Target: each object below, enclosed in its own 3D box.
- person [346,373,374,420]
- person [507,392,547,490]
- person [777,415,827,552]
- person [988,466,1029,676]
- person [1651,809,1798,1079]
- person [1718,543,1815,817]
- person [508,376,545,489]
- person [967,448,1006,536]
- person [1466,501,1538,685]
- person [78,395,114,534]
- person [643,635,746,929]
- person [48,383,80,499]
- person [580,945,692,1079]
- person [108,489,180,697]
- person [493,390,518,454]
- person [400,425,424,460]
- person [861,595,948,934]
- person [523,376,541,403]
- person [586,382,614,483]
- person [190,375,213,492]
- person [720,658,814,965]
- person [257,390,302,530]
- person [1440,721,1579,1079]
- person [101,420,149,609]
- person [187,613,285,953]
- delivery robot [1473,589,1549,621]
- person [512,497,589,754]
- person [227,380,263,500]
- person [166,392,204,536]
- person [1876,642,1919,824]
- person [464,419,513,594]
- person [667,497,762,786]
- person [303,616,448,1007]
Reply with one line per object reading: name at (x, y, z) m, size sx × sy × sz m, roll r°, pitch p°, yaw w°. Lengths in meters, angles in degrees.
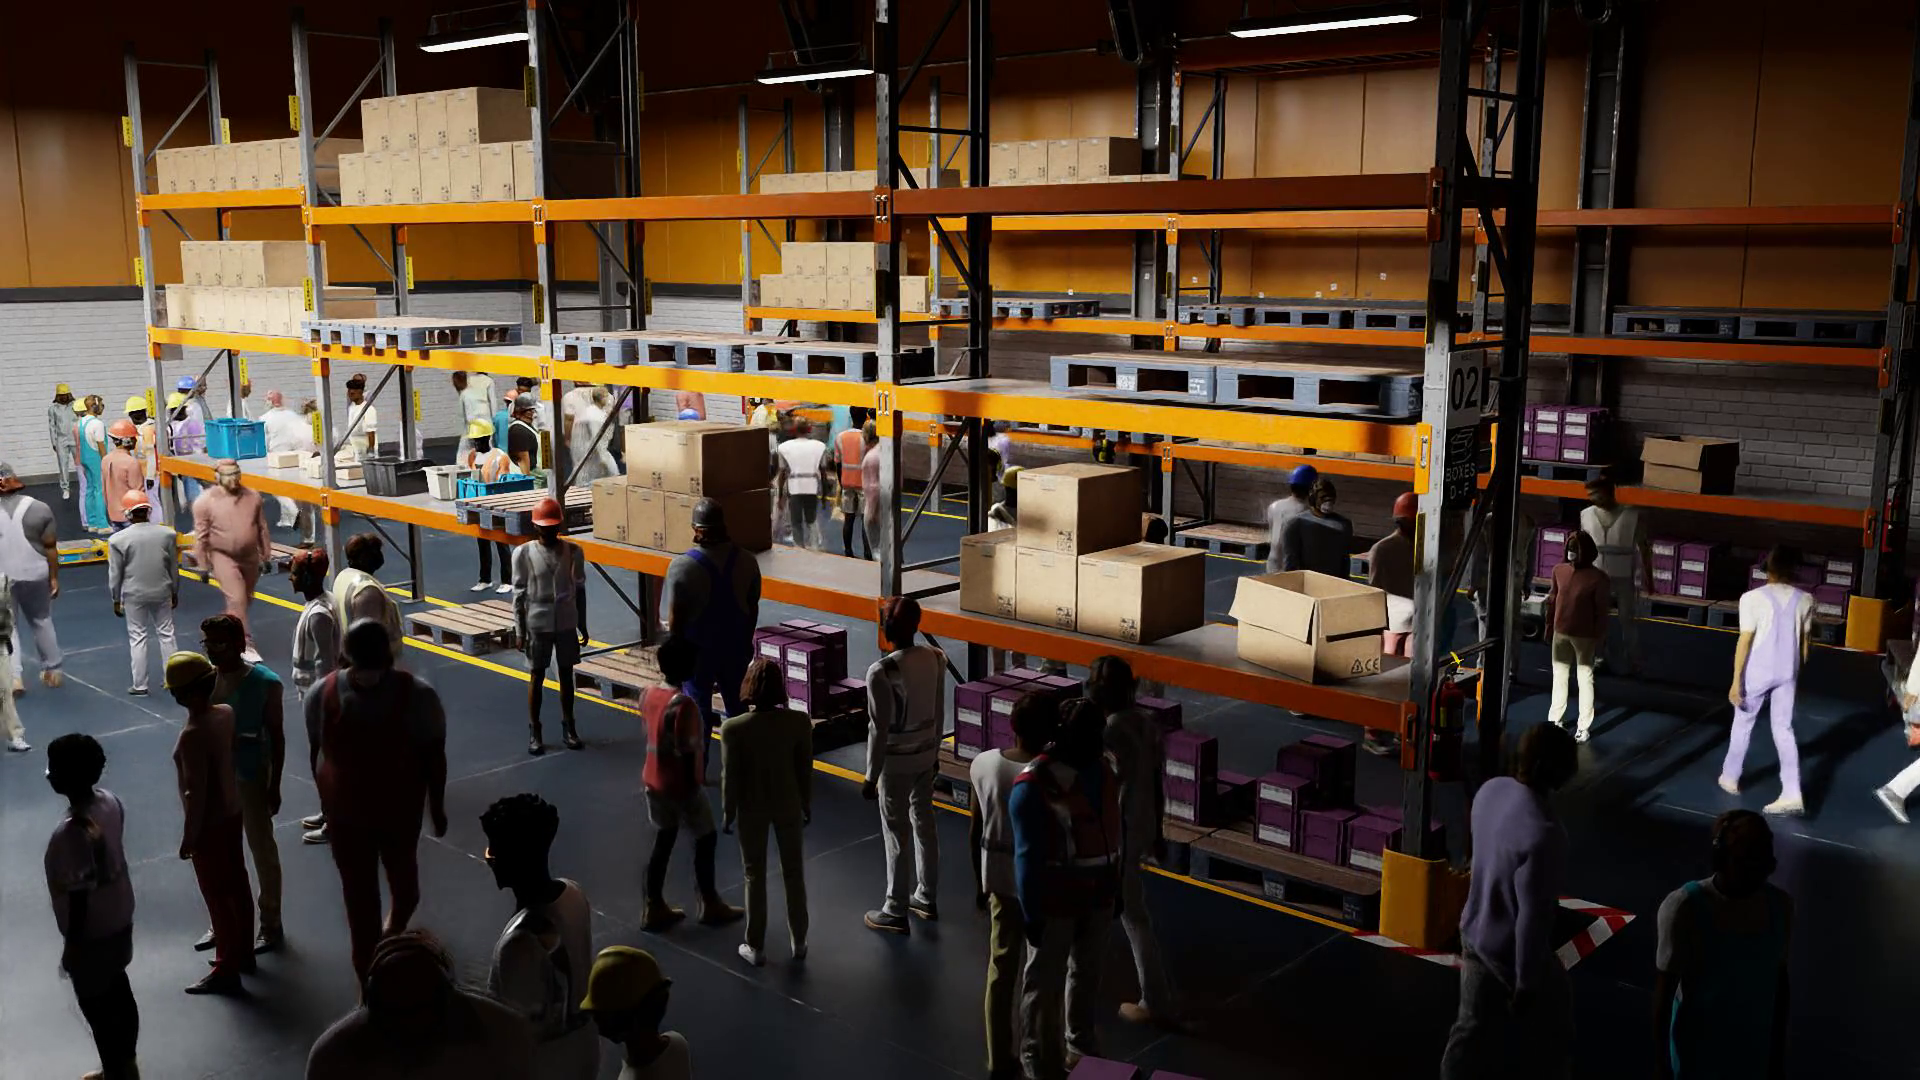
person at (-10.105, -1.990, 28.075) m, size 0.523 × 1.639 × 0.306 m, roll 3°, pitch 11°, yaw 19°
person at (-5.157, -0.765, 20.016) m, size 0.538 × 2.000 × 0.681 m, roll -3°, pitch 10°, yaw -15°
person at (-1.838, -0.535, 19.324) m, size 0.574 × 1.820 × 0.447 m, roll -4°, pitch 11°, yaw -19°
person at (0.460, 0.306, 14.333) m, size 0.400 × 1.914 × 0.590 m, roll 9°, pitch 14°, yaw 42°
person at (2.708, 1.829, 5.943) m, size 0.503 × 1.837 × 0.345 m, roll -2°, pitch 10°, yaw -9°
person at (5.444, 0.928, 11.152) m, size 0.536 × 1.809 × 0.915 m, roll 0°, pitch 10°, yaw 2°
person at (-6.079, -1.312, 23.316) m, size 0.606 × 1.966 × 0.367 m, roll 3°, pitch 10°, yaw 17°
person at (0.294, 0.039, 15.966) m, size 0.532 × 1.864 × 0.310 m, roll 3°, pitch 11°, yaw 19°
person at (4.638, 0.351, 14.292) m, size 0.600 × 1.831 × 0.404 m, roll -2°, pitch 10°, yaw -10°
person at (-11.355, -0.989, 21.865) m, size 0.504 × 1.839 × 0.341 m, roll 7°, pitch 12°, yaw 35°
person at (-1.510, 1.330, 9.189) m, size 0.560 × 1.670 × 0.567 m, roll -7°, pitch 12°, yaw -36°
person at (-13.379, -1.487, 24.966) m, size 0.485 × 1.736 × 0.316 m, roll -6°, pitch 12°, yaw -31°
person at (-0.941, 2.047, 4.932) m, size 0.339 × 1.754 × 0.537 m, roll 2°, pitch 10°, yaw 9°
person at (-6.877, 0.441, 14.027) m, size 0.349 × 1.745 × 0.566 m, roll 10°, pitch 14°, yaw 43°
person at (-6.368, -1.270, 23.735) m, size 0.576 × 1.737 × 0.355 m, roll 5°, pitch 11°, yaw 26°
person at (-7.478, -1.050, 22.797) m, size 0.352 × 1.634 × 0.525 m, roll -4°, pitch 11°, yaw -20°
person at (-0.312, 1.229, 9.188) m, size 0.355 × 1.884 × 0.575 m, roll 9°, pitch 13°, yaw 40°
person at (-7.209, -2.016, 27.952) m, size 0.494 × 1.739 × 0.324 m, roll 2°, pitch 10°, yaw 12°
person at (-5.606, -1.655, 25.514) m, size 0.772 × 1.876 × 0.402 m, roll 7°, pitch 12°, yaw 34°
person at (-11.181, -1.479, 24.484) m, size 0.401 × 1.894 × 0.652 m, roll -4°, pitch 11°, yaw -20°
person at (-1.011, 1.427, 8.771) m, size 0.498 × 1.634 × 0.280 m, roll -3°, pitch 11°, yaw -18°
person at (-9.003, -1.055, 22.126) m, size 0.743 × 1.882 × 0.656 m, roll 7°, pitch 12°, yaw 36°
person at (2.351, 1.649, 6.759) m, size 0.880 × 1.894 × 0.616 m, roll -2°, pitch 10°, yaw -14°
person at (-8.612, -0.253, 17.249) m, size 0.622 × 1.993 × 0.383 m, roll 6°, pitch 12°, yaw 31°
person at (-3.884, 1.290, 8.948) m, size 0.565 × 1.846 × 0.390 m, roll 2°, pitch 10°, yaw 9°
delivery robot at (5.372, 0.613, 16.162) m, size 0.707 × 0.478 × 0.477 m, roll 7°, pitch 12°, yaw 32°
person at (-3.038, 0.634, 12.402) m, size 0.551 × 1.935 × 0.375 m, roll -5°, pitch 11°, yaw -25°
person at (-10.660, -1.462, 24.494) m, size 0.543 × 1.860 × 0.800 m, roll -6°, pitch 12°, yaw -32°
person at (-9.947, -0.945, 21.423) m, size 0.592 × 1.921 × 0.407 m, roll 9°, pitch 14°, yaw 42°
person at (6.402, 1.009, 10.900) m, size 0.703 × 1.716 × 0.589 m, roll -1°, pitch 10°, yaw -3°
person at (-5.151, -0.365, 18.118) m, size 0.585 × 1.917 × 0.409 m, roll 4°, pitch 11°, yaw 22°
person at (-1.768, 0.701, 11.727) m, size 0.683 × 2.000 × 0.538 m, roll -6°, pitch 12°, yaw -31°
person at (-3.013, 1.247, 8.638) m, size 0.691 × 2.000 × 1.053 m, roll -3°, pitch 10°, yaw -15°
